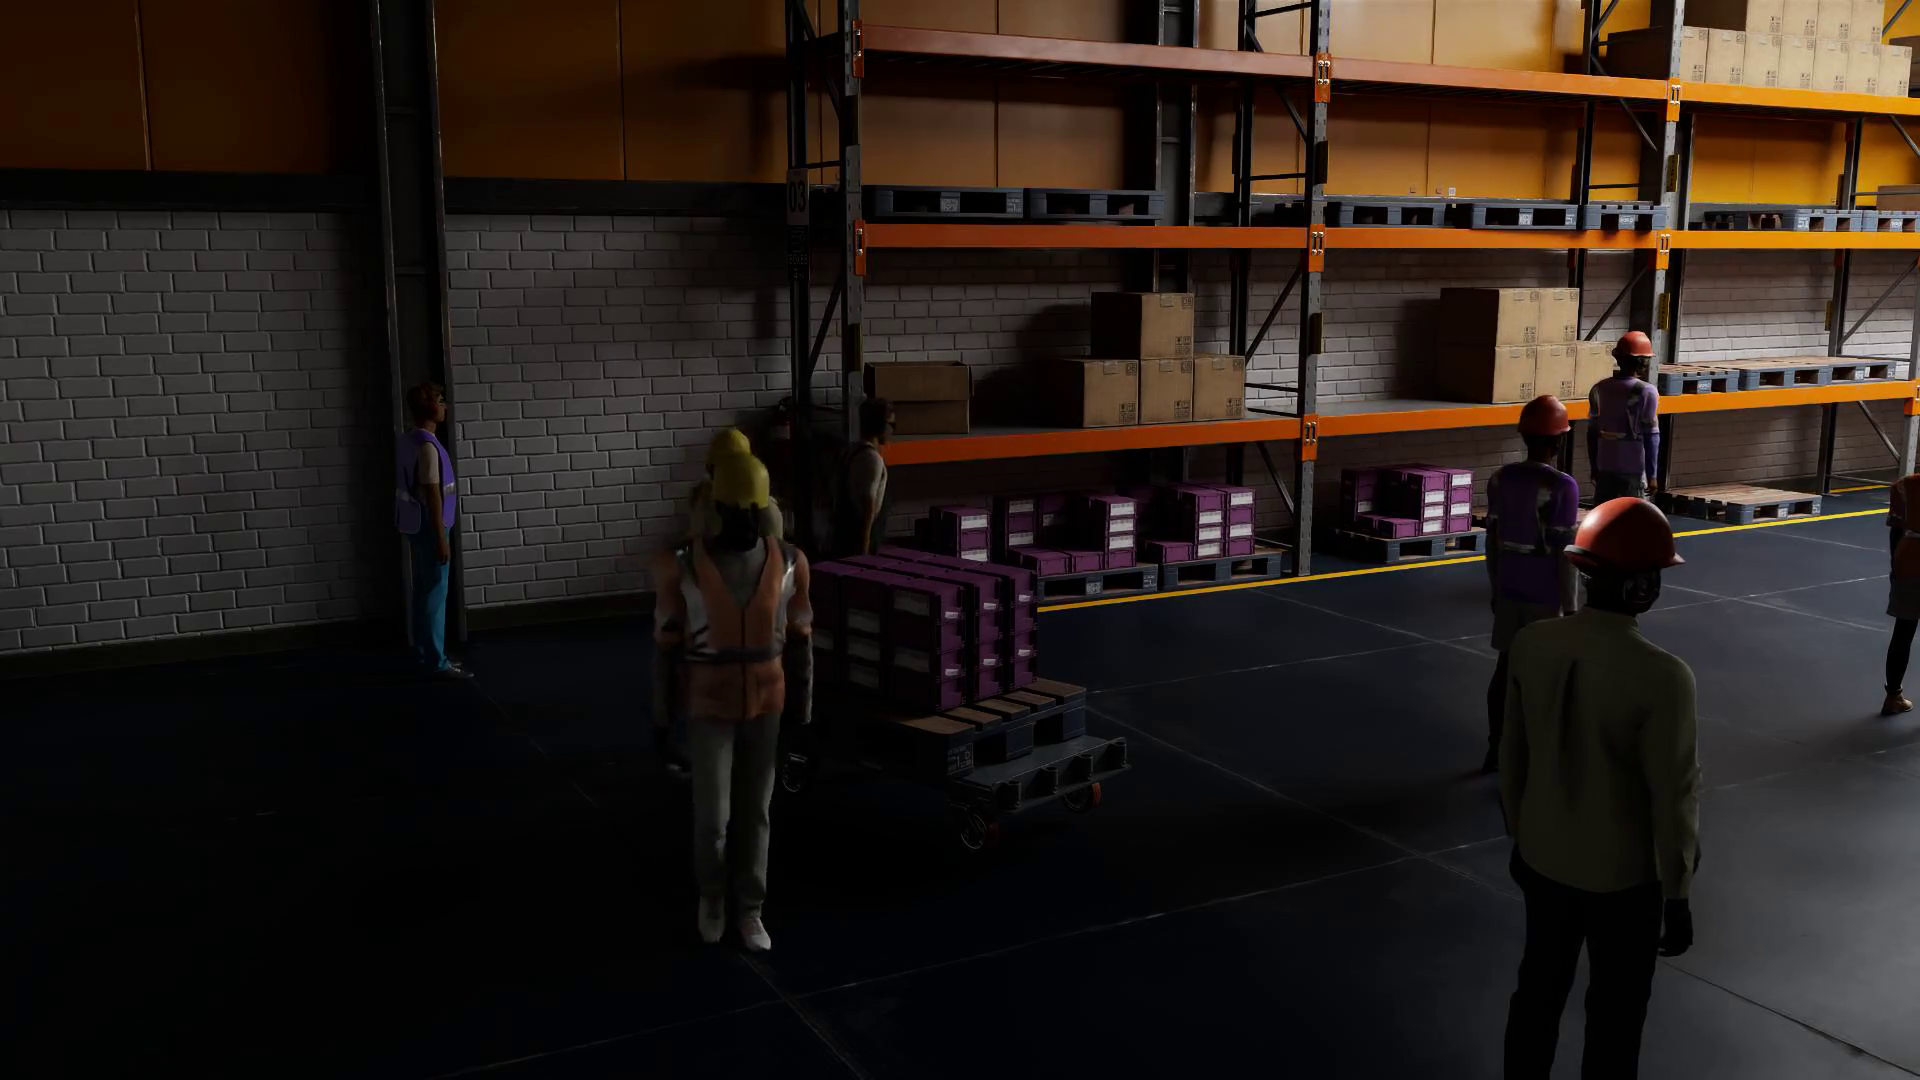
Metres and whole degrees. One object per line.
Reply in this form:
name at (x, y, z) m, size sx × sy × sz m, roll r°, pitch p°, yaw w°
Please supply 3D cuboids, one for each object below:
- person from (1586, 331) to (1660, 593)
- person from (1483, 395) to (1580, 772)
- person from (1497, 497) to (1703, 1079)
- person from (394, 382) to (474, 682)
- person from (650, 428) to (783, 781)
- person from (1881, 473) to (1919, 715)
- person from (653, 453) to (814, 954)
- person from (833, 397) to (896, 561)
person at (5.072, -0.565, 12.688) m, size 0.373 × 2.043 × 0.615 m, roll -5°, pitch 11°, yaw -28°
person at (2.867, 0.248, 8.297) m, size 0.342 × 1.942 × 0.552 m, roll -5°, pitch 11°, yaw -28°
person at (1.751, 0.871, 4.562) m, size 0.381 × 1.994 × 0.622 m, roll -5°, pitch 11°, yaw -28°
person at (-3.278, -0.048, 10.264) m, size 0.382 × 1.849 × 0.571 m, roll -5°, pitch 11°, yaw -28°
person at (-1.201, 0.303, 8.498) m, size 0.604 × 1.768 × 0.980 m, roll 9°, pitch 13°, yaw 41°
person at (5.468, 0.188, 9.341) m, size 0.316 × 1.700 × 0.540 m, roll -5°, pitch 11°, yaw -28°
person at (-0.834, 0.621, 6.232) m, size 0.621 × 1.911 × 0.415 m, roll -4°, pitch 11°, yaw -22°
person at (-0.530, 0.035, 10.003) m, size 1.005 × 1.778 × 0.560 m, roll -5°, pitch 11°, yaw -25°
